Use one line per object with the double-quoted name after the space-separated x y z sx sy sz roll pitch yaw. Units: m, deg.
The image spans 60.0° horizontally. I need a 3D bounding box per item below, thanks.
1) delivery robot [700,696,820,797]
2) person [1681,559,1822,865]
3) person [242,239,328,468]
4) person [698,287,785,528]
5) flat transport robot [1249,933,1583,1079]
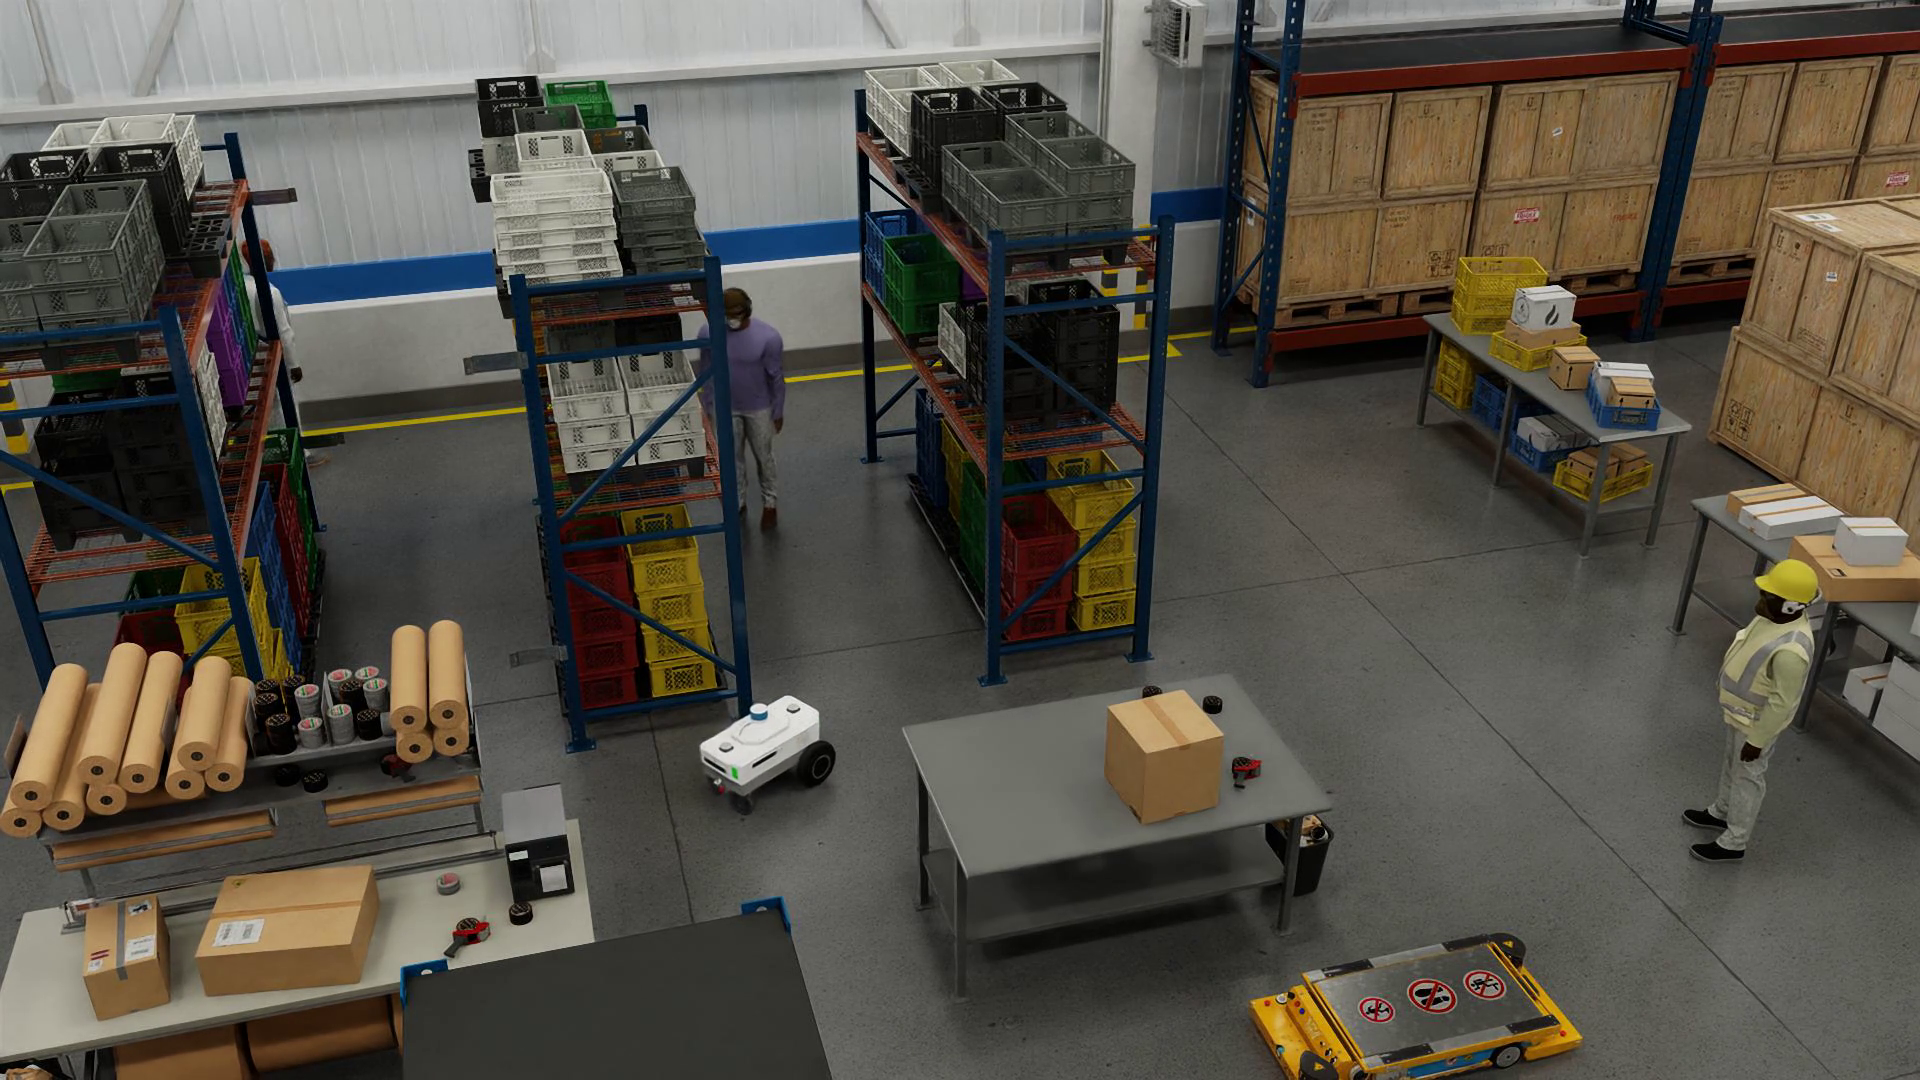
-1.151 1.173 9.613 0.477 0.478 0.707 23 36 36 "delivery robot"
4.231 0.904 8.874 0.404 1.837 0.589 7 30 13 "person"
-5.409 -1.459 13.123 0.585 1.882 0.337 21 35 33 "person"
-1.581 -0.970 12.201 0.631 1.925 0.399 5 29 9 "person"
2.184 2.282 7.980 1.431 0.197 0.652 -8 30 -14 "flat transport robot"
